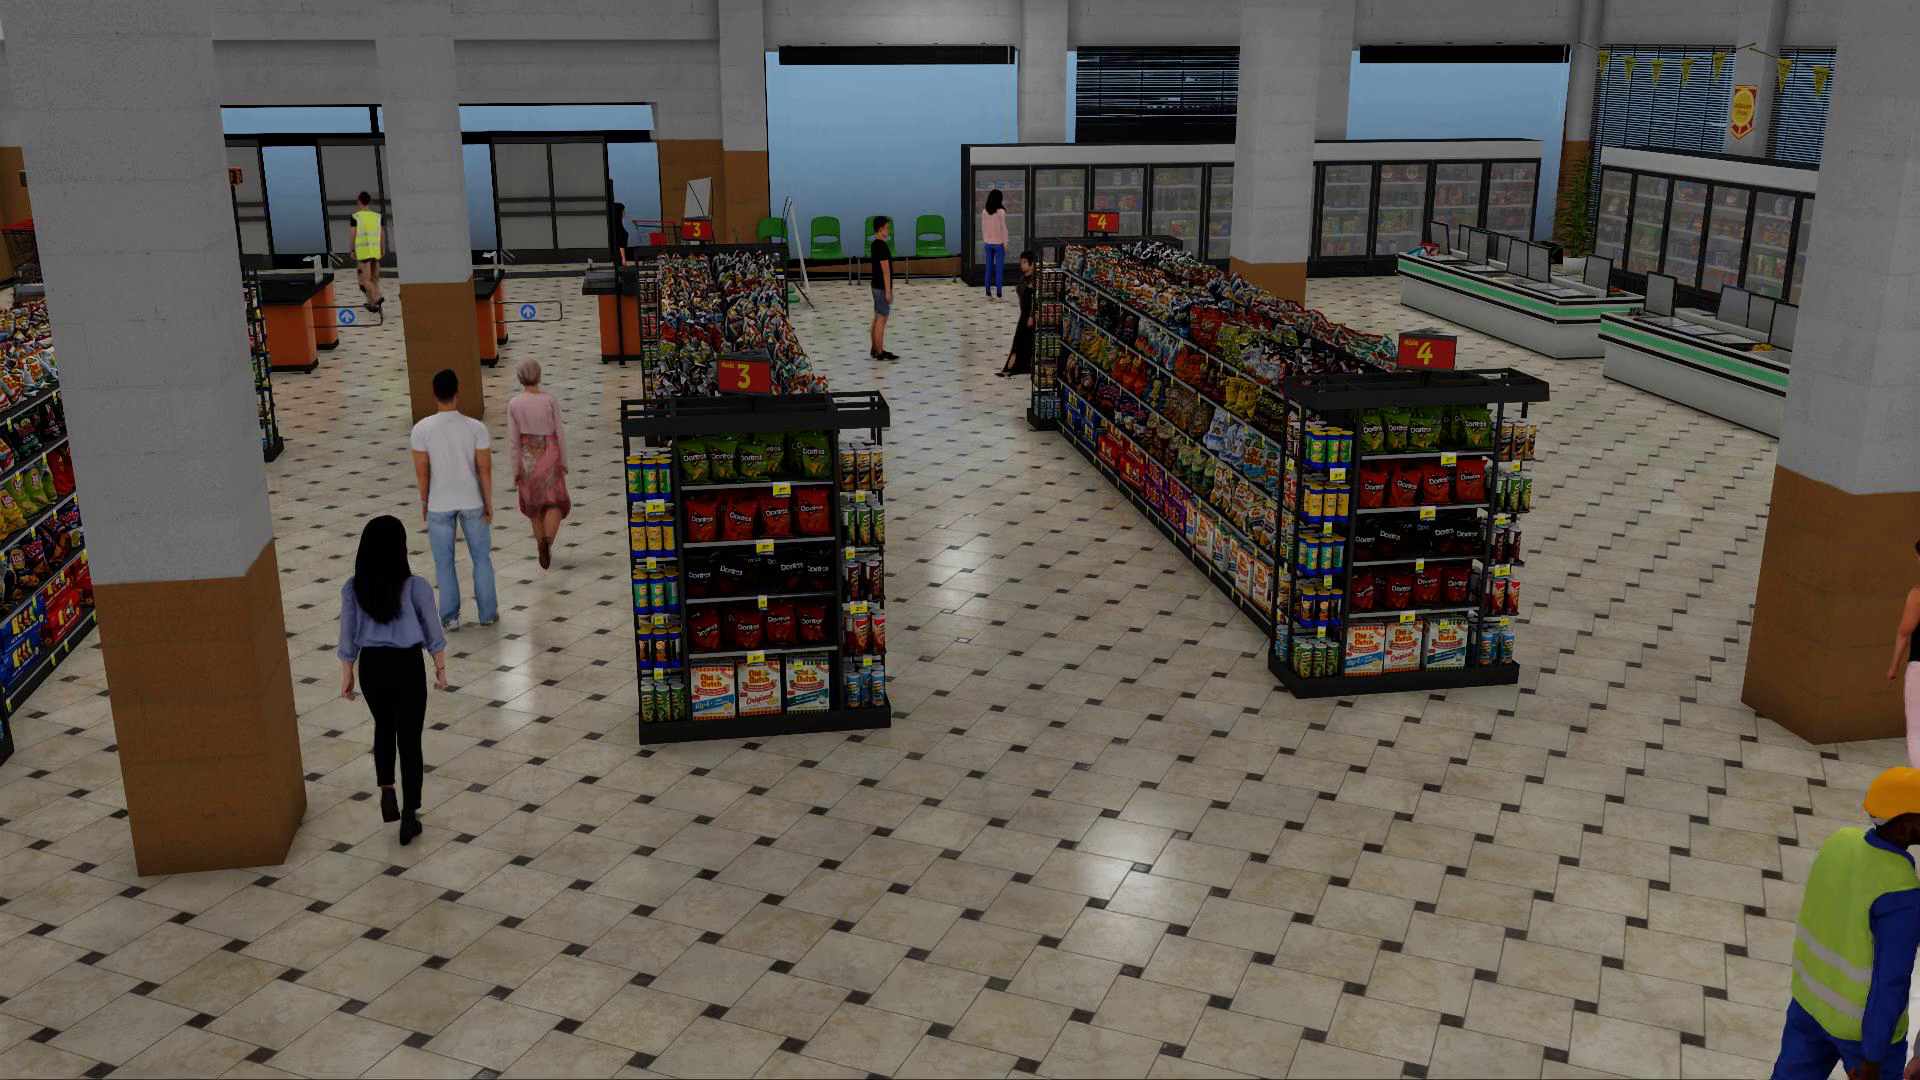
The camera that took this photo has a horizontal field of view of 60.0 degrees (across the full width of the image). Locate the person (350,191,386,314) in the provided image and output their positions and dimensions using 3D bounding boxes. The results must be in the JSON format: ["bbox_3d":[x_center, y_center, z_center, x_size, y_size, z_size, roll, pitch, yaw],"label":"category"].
[{"bbox_3d":[-8.887,-4.293,24.993,1.156,1.828,1.062,14,22,39],"label":"person"}]

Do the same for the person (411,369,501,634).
[{"bbox_3d":[-3.543,-0.267,11.673,0.701,1.863,0.602,-5,18,-17],"label":"person"}]

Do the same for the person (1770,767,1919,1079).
[{"bbox_3d":[2.943,1.611,5.633,0.795,1.778,1.010,-4,17,-13],"label":"person"}]

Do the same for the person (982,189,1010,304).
[{"bbox_3d":[0.547,-4.649,26.266,0.702,1.769,0.785,14,22,38],"label":"person"}]

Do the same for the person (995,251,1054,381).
[{"bbox_3d":[0.935,-2.678,20.146,0.885,1.552,1.053,-9,19,-28],"label":"person"}]

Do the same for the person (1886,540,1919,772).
[{"bbox_3d":[5.260,0.751,8.891,0.733,1.532,0.672,7,18,23],"label":"person"}]

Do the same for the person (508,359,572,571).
[{"bbox_3d":[-3.272,-0.554,12.946,0.602,1.673,0.902,-2,17,-8],"label":"person"}]

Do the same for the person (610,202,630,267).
[{"bbox_3d":[-5.229,-4.332,25.441,0.674,1.642,0.505,-7,18,-21],"label":"person"}]

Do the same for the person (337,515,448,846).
[{"bbox_3d":[-2.934,0.757,8.534,0.711,1.727,0.652,-1,17,-2],"label":"person"}]

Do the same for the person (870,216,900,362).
[{"bbox_3d":[-1.030,-3.273,21.601,0.753,1.846,0.528,-5,18,-16],"label":"person"}]
